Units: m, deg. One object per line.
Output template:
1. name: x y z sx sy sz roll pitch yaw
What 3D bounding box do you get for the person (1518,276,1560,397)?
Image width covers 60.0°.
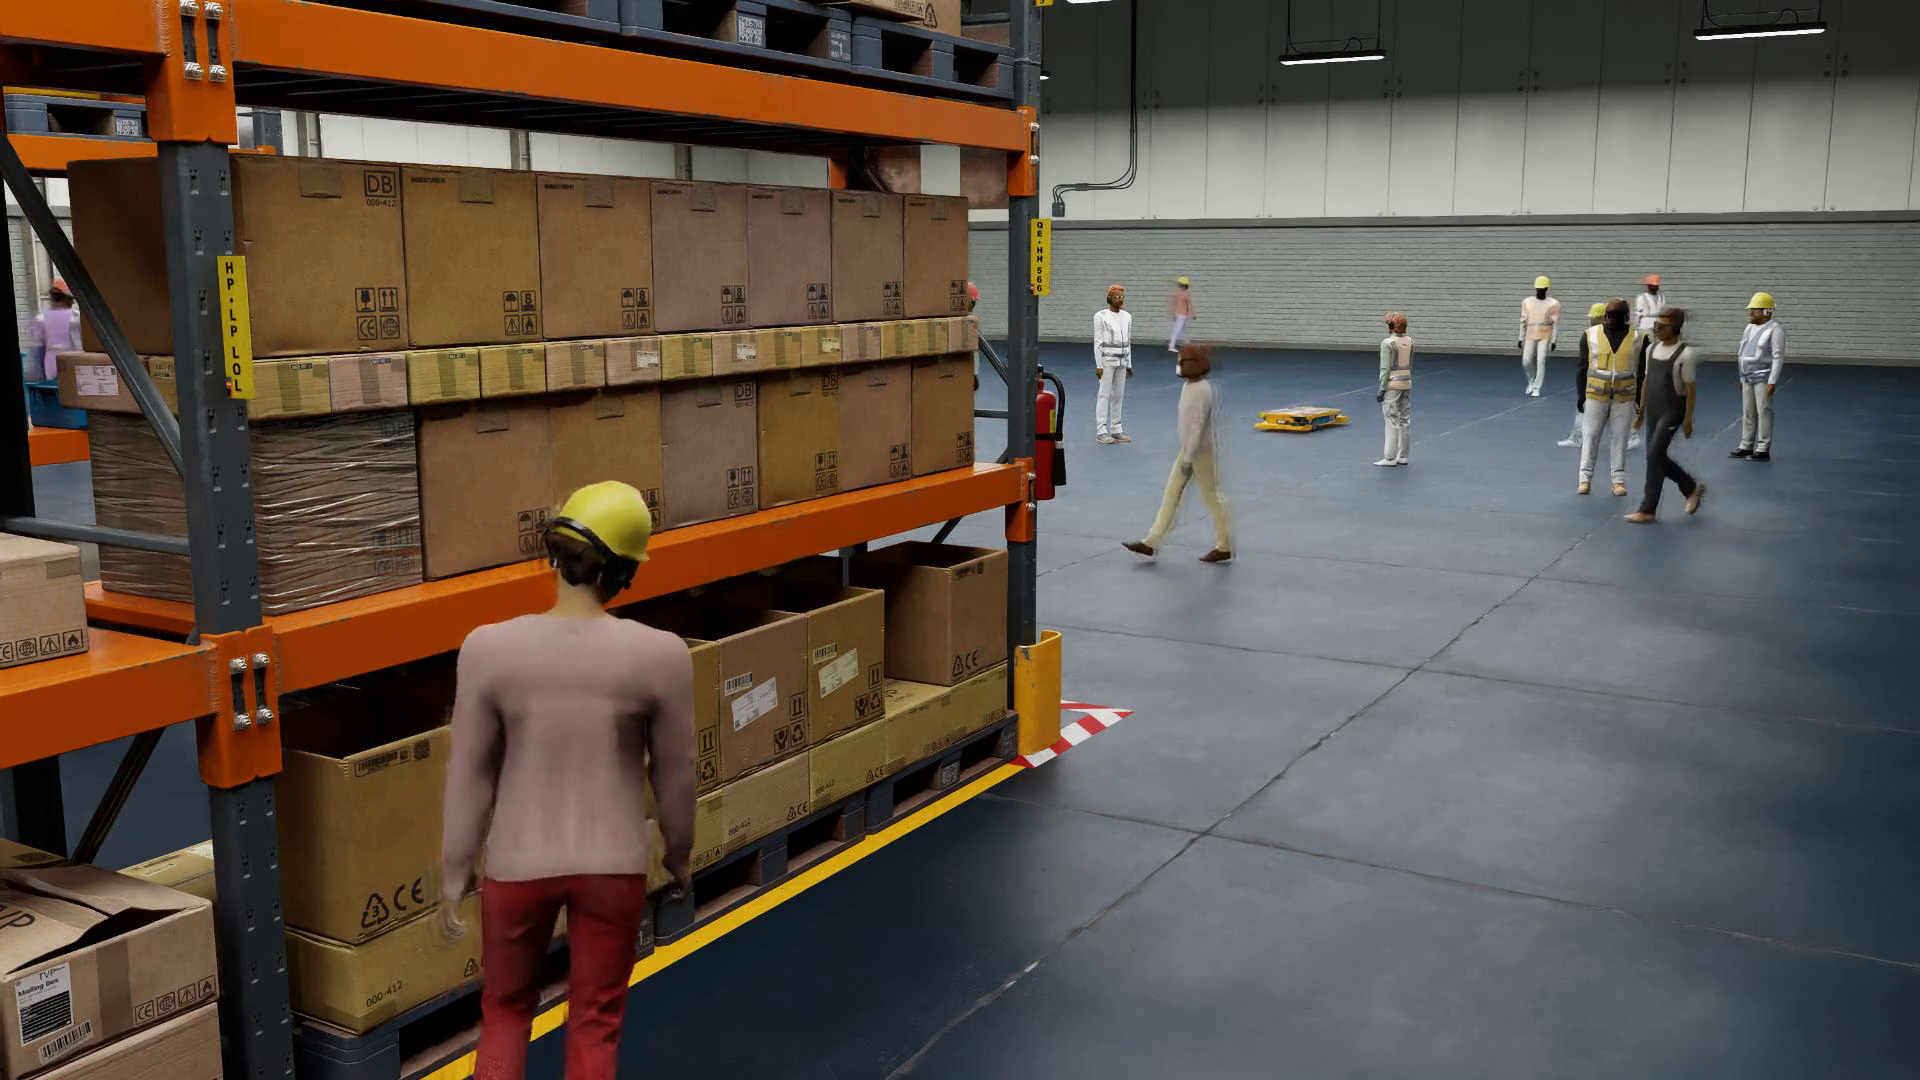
1. person: 9.148 -3.216 26.331 0.620 1.912 0.418 6 11 32

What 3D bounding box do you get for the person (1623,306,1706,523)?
1. person: 5.969 -1.050 13.950 0.789 1.820 0.523 -3 10 -16

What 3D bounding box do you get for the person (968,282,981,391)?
1. person: -0.120 -1.820 18.072 0.820 1.957 0.656 -9 13 -42

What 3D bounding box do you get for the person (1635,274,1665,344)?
1. person: 12.695 -3.947 30.690 0.546 1.900 0.964 -4 10 -20

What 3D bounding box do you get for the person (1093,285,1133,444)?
1. person: 1.838 -2.094 19.864 0.575 1.883 0.355 -8 13 -39

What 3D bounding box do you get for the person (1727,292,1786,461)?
1. person: 8.693 -1.773 18.124 0.404 1.833 0.591 -2 10 -9

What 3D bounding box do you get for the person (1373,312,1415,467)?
1. person: 4.611 -1.593 17.631 0.513 1.642 0.313 -8 13 -39

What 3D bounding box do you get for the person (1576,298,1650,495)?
1. person: 6.086 -1.333 15.548 0.624 1.837 0.430 3 10 18

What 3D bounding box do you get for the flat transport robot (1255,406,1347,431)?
1. flat transport robot: 4.431 -1.580 21.563 0.652 0.197 1.431 7 12 35

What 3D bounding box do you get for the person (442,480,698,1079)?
1. person: -0.867 0.734 3.750 0.562 1.719 0.477 -2 10 -11

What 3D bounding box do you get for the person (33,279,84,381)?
1. person: -9.884 -1.898 18.478 0.601 1.970 1.056 0 10 0

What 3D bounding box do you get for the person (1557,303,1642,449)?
1. person: 7.473 -1.895 19.239 0.907 1.696 0.489 8 12 38

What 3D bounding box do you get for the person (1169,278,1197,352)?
1. person: 5.220 -5.224 38.684 0.928 1.715 0.538 -4 11 -24

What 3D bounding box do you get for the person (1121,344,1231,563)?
1. person: 1.605 -0.611 12.000 0.830 1.586 0.525 -2 10 -9
